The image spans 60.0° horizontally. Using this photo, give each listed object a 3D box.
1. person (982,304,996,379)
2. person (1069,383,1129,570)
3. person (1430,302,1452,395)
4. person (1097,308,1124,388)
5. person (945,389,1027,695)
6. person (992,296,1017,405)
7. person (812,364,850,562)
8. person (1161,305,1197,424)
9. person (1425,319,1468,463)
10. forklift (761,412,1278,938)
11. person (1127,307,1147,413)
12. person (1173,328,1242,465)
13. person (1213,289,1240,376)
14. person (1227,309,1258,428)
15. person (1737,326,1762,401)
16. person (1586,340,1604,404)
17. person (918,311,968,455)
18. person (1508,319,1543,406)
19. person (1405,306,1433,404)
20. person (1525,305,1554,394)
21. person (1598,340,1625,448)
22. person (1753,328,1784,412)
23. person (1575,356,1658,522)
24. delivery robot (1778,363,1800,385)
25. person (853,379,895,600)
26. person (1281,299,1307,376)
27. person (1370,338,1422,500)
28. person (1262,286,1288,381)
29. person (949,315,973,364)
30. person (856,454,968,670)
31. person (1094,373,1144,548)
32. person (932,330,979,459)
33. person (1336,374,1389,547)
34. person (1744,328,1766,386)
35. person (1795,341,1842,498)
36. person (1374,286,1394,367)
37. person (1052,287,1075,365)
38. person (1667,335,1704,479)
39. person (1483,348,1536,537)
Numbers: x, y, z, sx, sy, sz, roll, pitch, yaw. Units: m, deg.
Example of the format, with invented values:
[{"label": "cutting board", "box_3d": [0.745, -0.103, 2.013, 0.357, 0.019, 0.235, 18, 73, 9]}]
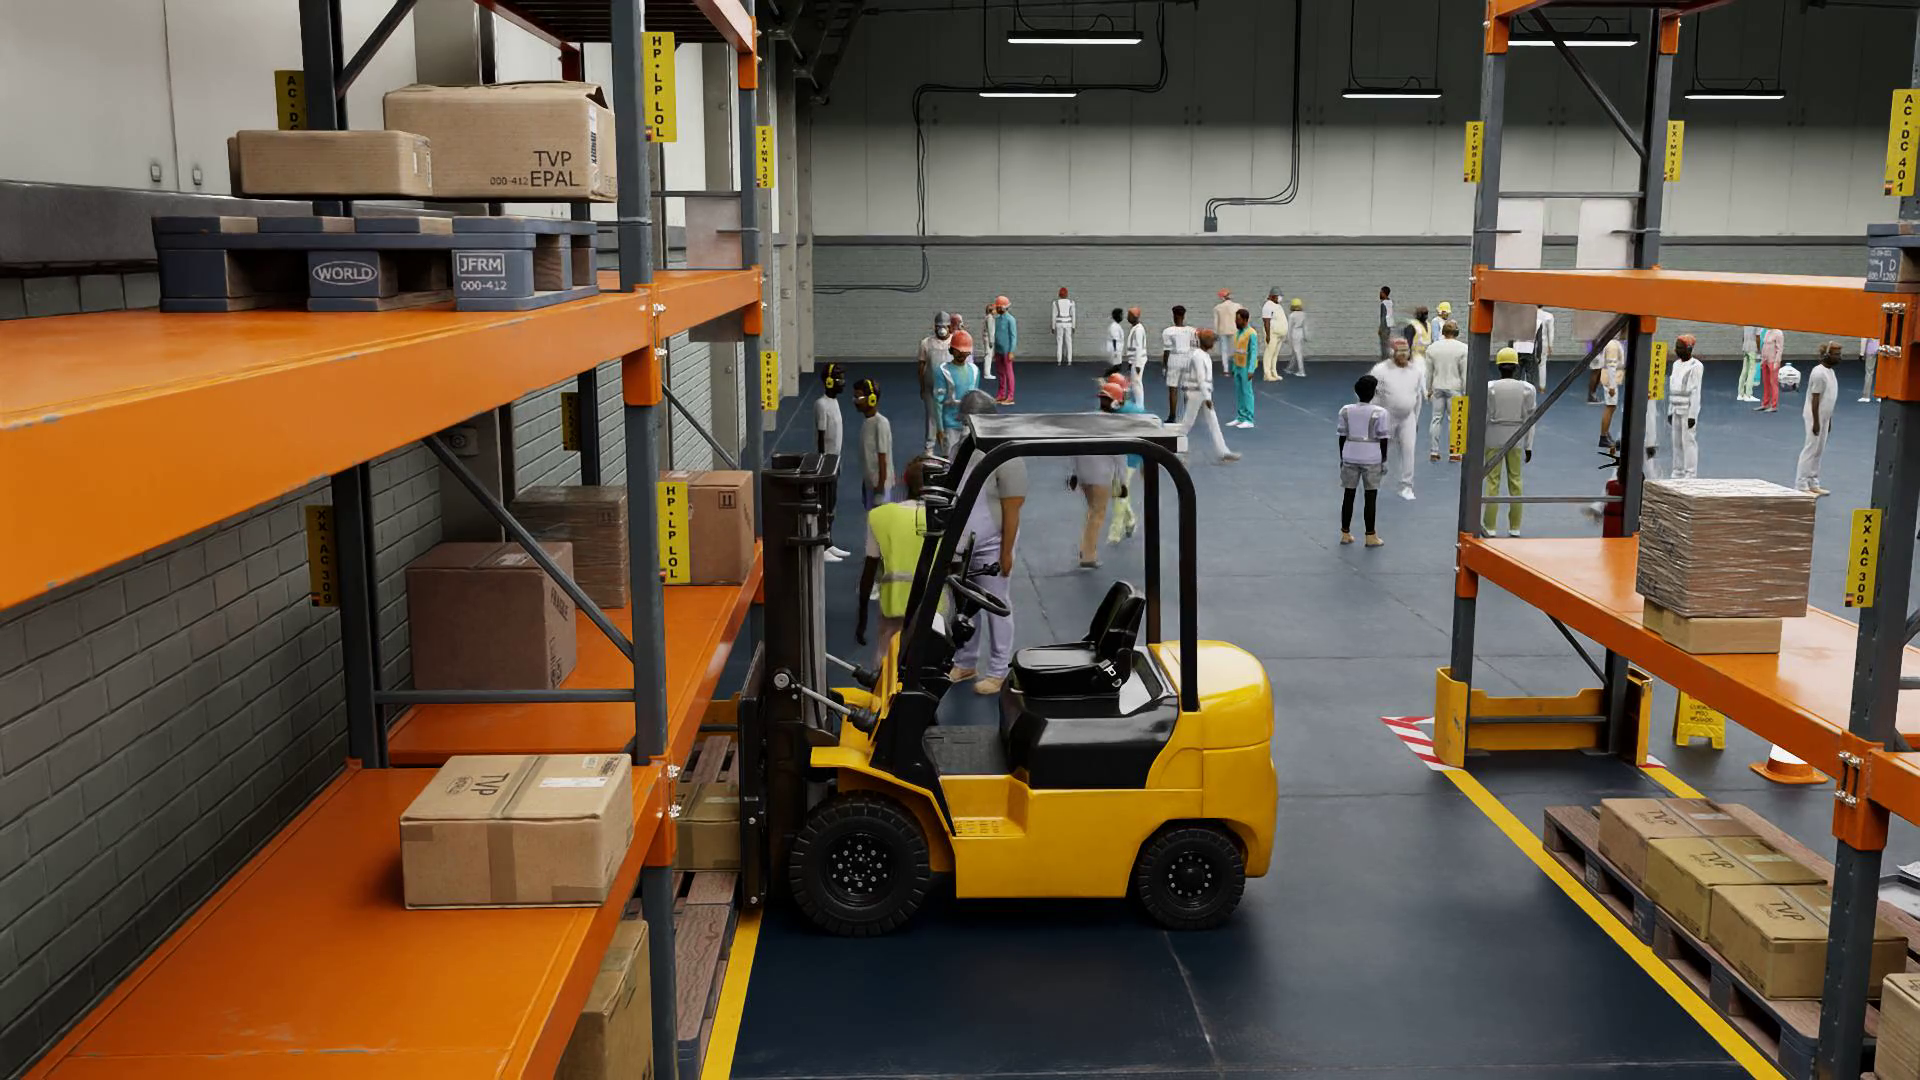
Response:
[{"label": "person", "box_3d": [0.648, -4.341, 36.371, 0.312, 1.635, 0.520, -1, 10, -4]}, {"label": "person", "box_3d": [1.281, -0.573, 15.157, 0.483, 1.709, 0.586, -8, 13, -38]}, {"label": "person", "box_3d": [9.342, -3.705, 32.314, 0.403, 1.822, 0.588, 7, 12, 33]}, {"label": "person", "box_3d": [3.042, -3.760, 32.968, 0.468, 1.685, 0.546, 2, 10, 13]}, {"label": "person", "box_3d": [0.096, -0.002, 11.073, 0.535, 2.000, 0.677, -9, 13, -40]}, {"label": "person", "box_3d": [0.804, -3.485, 30.614, 0.392, 1.991, 0.613, -6, 12, -29]}, {"label": "person", "box_3d": [-1.217, -0.723, 15.602, 0.327, 1.861, 0.510, 2, 10, 9]}, {"label": "person", "box_3d": [3.565, -2.844, 27.107, 0.606, 1.967, 0.367, -4, 11, -19]}, {"label": "person", "box_3d": [6.621, -2.020, 22.595, 0.627, 1.940, 0.372, 8, 13, 36]}, {"label": "forklift", "box_3d": [0.291, 0.548, 7.580, 2.313, 2.155, 1.214, 0, 10, -2]}, {"label": "person", "box_3d": [3.029, -3.043, 28.473, 0.368, 1.875, 0.592, 1, 10, 4]}, {"label": "person", "box_3d": [3.272, -1.909, 22.287, 1.009, 1.829, 0.593, 5, 11, 26]}, {"label": "person", "box_3d": [5.977, -4.628, 37.108, 0.683, 1.945, 0.511, 1, 10, 6]}, {"label": "person", "box_3d": [4.590, -2.769, 26.834, 0.369, 1.915, 0.597, -4, 11, -19]}, {"label": "person", "box_3d": [14.872, -3.530, 31.231, 0.327, 1.863, 0.511, -2, 10, -9]}, {"label": "person", "box_3d": [11.854, -3.510, 30.875, 0.391, 1.953, 0.699, 7, 12, 34]}, {"label": "person", "box_3d": [-0.234, -2.123, 22.889, 0.683, 2.000, 0.538, 0, 10, -1]}, {"label": "person", "box_3d": [10.276, -3.384, 30.259, 0.597, 1.915, 0.370, 5, 12, 28]}, {"label": "person", "box_3d": [8.581, -3.441, 30.934, 0.644, 1.792, 0.948, -9, 13, -40]}, {"label": "person", "box_3d": [11.371, -3.854, 32.796, 0.615, 1.943, 0.409, 3, 11, 15]}, {"label": "person", "box_3d": [9.524, -2.297, 24.192, 0.386, 1.924, 0.548, 4, 11, 23]}, {"label": "person", "box_3d": [14.252, -3.129, 29.259, 0.313, 1.768, 0.528, -1, 10, -4]}, {"label": "person", "box_3d": [7.079, -1.079, 17.636, 0.976, 1.831, 0.601, 3, 10, 14]}, {"label": "delivery robot", "box_3d": [16.614, -3.313, 33.393, 0.477, 0.478, 0.707, 3, 11, 14]}, {"label": "person", "box_3d": [-0.720, -0.423, 13.943, 0.337, 1.860, 0.500, -4, 11, -22]}, {"label": "person", "box_3d": [7.457, -4.544, 37.273, 0.509, 1.698, 0.878, -7, 12, -34]}, {"label": "person", "box_3d": [5.114, -1.446, 19.606, 0.643, 1.873, 0.953, -1, 10, -5]}, {"label": "person", "box_3d": [6.809, -4.455, 35.880, 0.538, 2.000, 0.689, 6, 12, 32]}, {"label": "person", "box_3d": [-0.068, -2.443, 25.077, 0.645, 1.900, 0.399, 6, 12, 30]}, {"label": "person", "box_3d": [-0.265, 0.436, 9.277, 0.625, 1.811, 0.530, 0, 10, 1]}, {"label": "person", "box_3d": [1.605, -0.810, 16.529, 0.589, 1.723, 0.824, 7, 13, 36]}, {"label": "person", "box_3d": [-0.008, -1.254, 18.068, 0.605, 2.034, 0.392, -8, 13, -37]}, {"label": "person", "box_3d": [3.960, -0.776, 16.340, 0.540, 1.696, 0.316, 8, 13, 38]}, {"label": "person", "box_3d": [16.557, -4.116, 34.579, 0.357, 1.835, 0.516, 5, 12, 28]}, {"label": "person", "box_3d": [10.060, -1.402, 19.452, 0.503, 1.837, 0.347, -9, 14, -42]}, {"label": "person", "box_3d": [10.168, -5.097, 39.812, 0.392, 1.913, 0.593, 5, 11, 26]}, {"label": "person", "box_3d": [2.511, -5.173, 40.308, 0.572, 1.887, 0.356, -1, 10, -6]}, {"label": "person", "box_3d": [8.781, -1.550, 20.173, 0.355, 1.876, 0.574, -1, 10, -5]}, {"label": "person", "box_3d": [5.506, -0.983, 16.858, 0.591, 1.923, 0.381, 1, 10, 3]}]
